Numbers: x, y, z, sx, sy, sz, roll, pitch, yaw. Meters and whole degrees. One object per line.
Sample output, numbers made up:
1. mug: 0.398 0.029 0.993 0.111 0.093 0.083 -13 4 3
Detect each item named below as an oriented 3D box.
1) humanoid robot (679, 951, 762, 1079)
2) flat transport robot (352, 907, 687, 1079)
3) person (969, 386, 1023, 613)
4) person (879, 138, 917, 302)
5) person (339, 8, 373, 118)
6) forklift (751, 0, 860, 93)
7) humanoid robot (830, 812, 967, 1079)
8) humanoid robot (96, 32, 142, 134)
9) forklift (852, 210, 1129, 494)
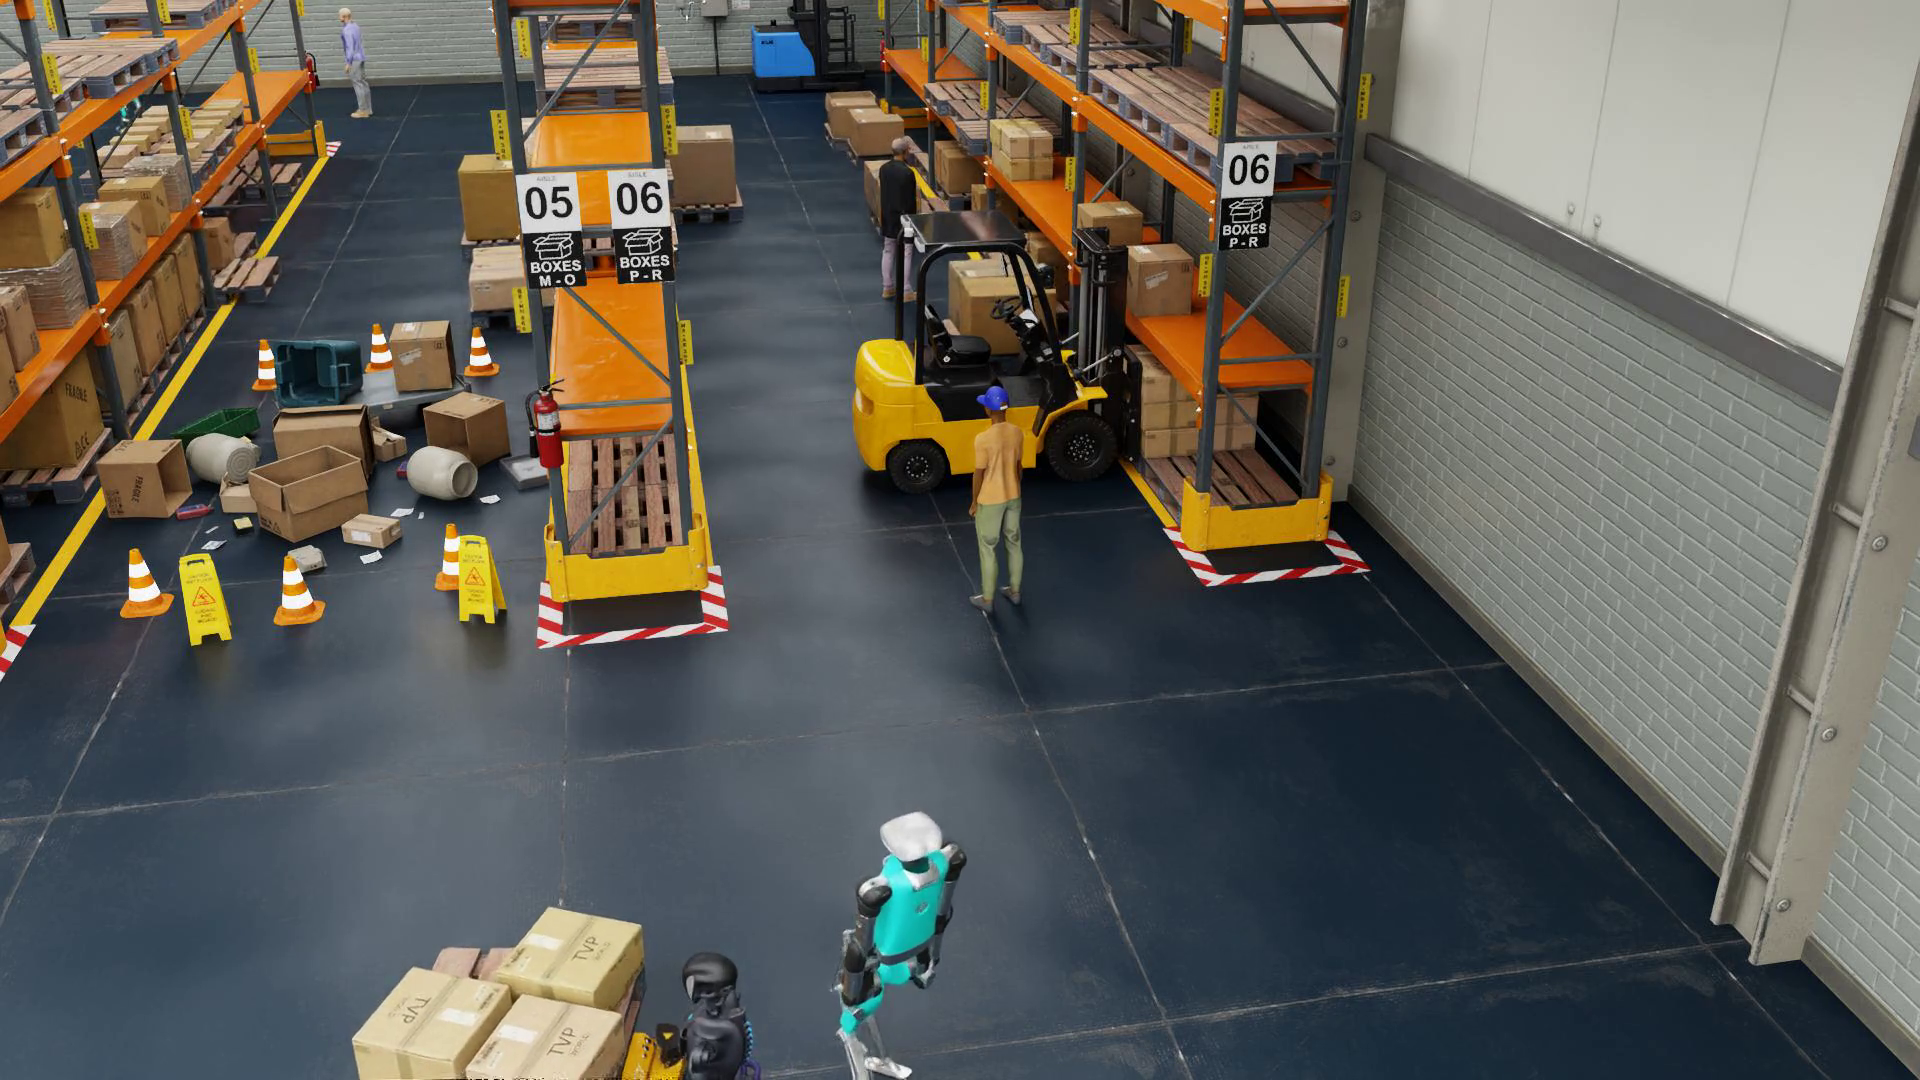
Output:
1. humanoid robot: -0.964 2.321 6.661 0.328 1.650 0.598 3 26 5
2. flat transport robot: -2.045 2.555 7.809 1.431 0.231 0.659 1 26 1
3. person: 0.255 -0.308 12.108 0.432 1.707 0.386 -18 31 -33
4. person: -0.699 -3.618 18.844 0.527 1.850 0.402 22 33 37
5. person: -10.251 -8.100 28.231 0.374 1.796 0.604 1 26 2
6. forklift: -2.872 -9.679 30.288 1.873 2.768 1.129 -5 26 -10
7. humanoid robot: -0.395 1.883 7.517 0.546 1.753 0.865 -18 31 -33
8. humanoid robot: -13.277 -7.154 26.355 0.537 1.735 1.026 -22 33 -38
9. forklift: 0.216 -1.659 14.366 2.313 2.155 1.214 -5 26 -10
